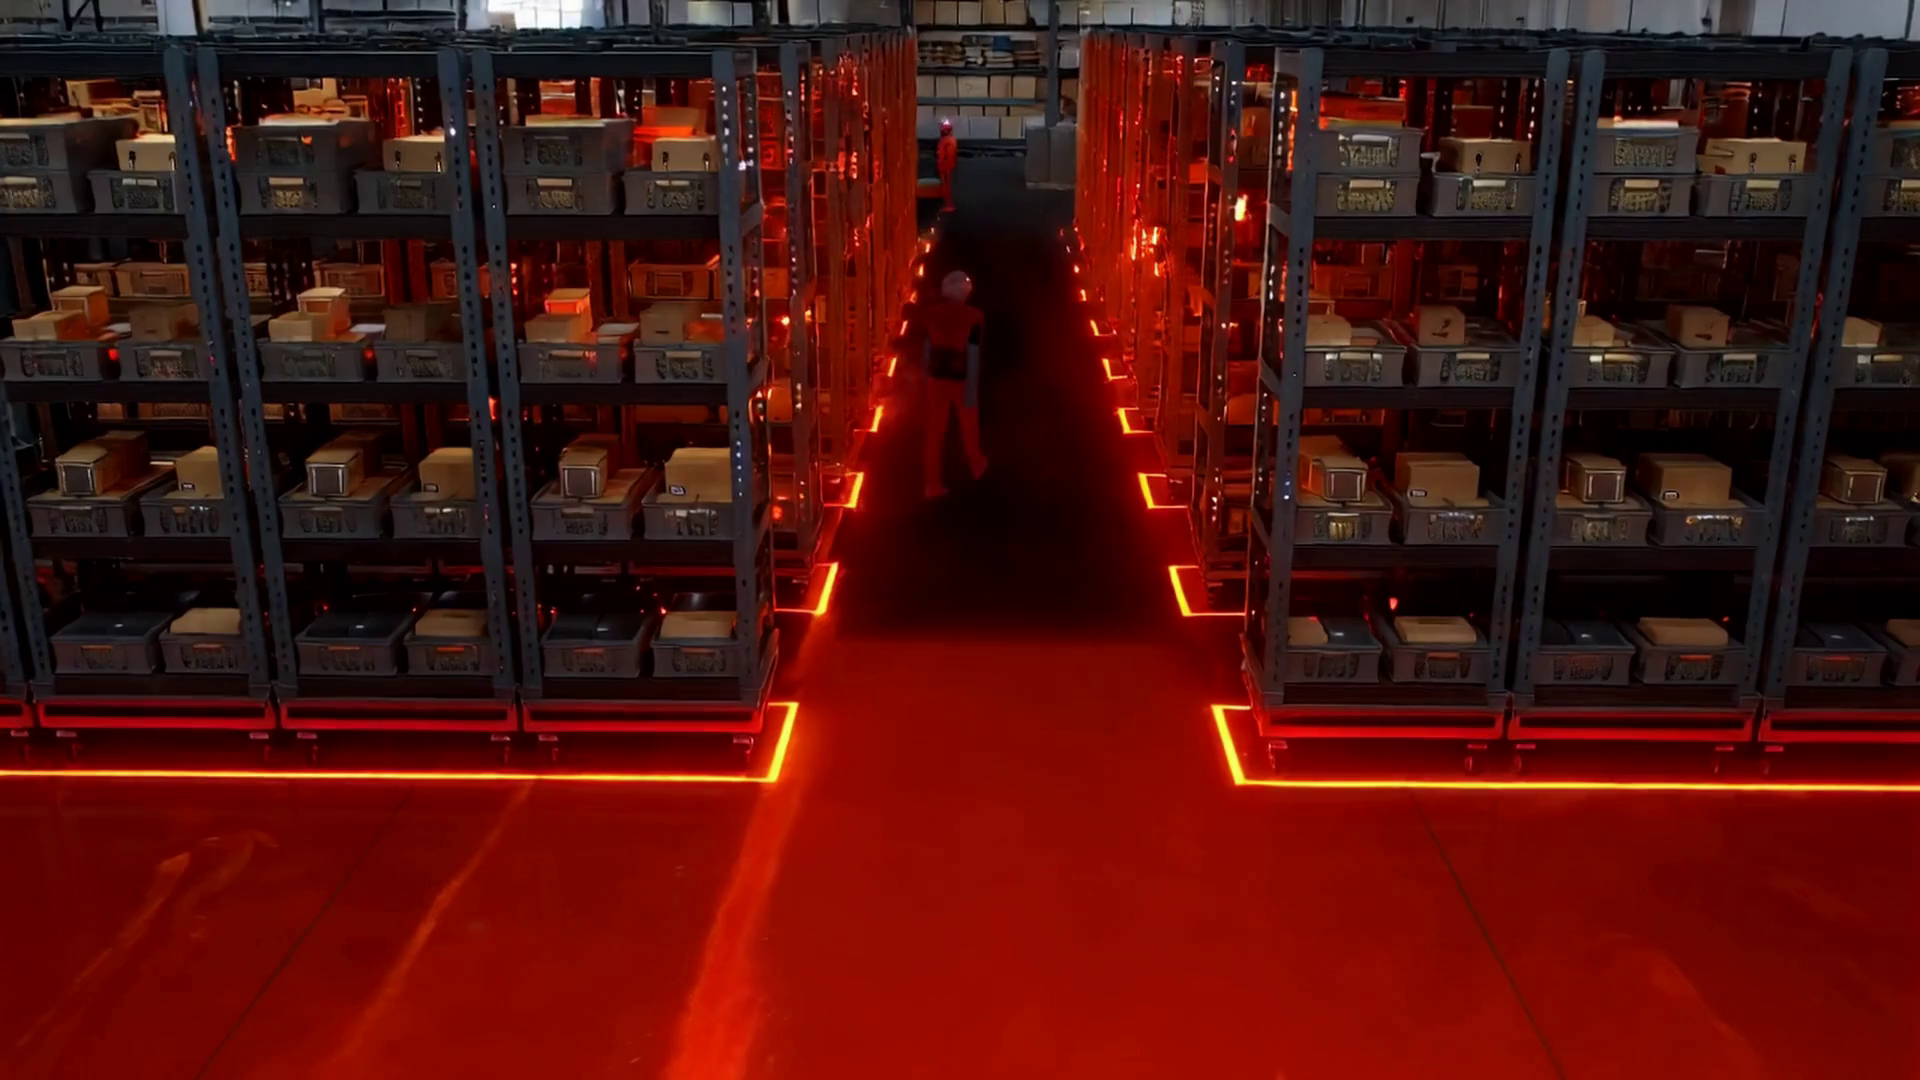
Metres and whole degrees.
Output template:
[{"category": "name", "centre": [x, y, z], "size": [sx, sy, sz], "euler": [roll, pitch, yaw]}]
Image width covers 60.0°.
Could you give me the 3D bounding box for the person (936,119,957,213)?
[{"category": "person", "centre": [-0.277, -7.443, 33.108], "size": [0.403, 1.824, 0.600], "euler": [-5, 18, -16]}]

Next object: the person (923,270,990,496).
[{"category": "person", "centre": [-0.029, -1.292, 13.545], "size": [0.578, 1.780, 1.013], "euler": [8, 19, 24]}]
